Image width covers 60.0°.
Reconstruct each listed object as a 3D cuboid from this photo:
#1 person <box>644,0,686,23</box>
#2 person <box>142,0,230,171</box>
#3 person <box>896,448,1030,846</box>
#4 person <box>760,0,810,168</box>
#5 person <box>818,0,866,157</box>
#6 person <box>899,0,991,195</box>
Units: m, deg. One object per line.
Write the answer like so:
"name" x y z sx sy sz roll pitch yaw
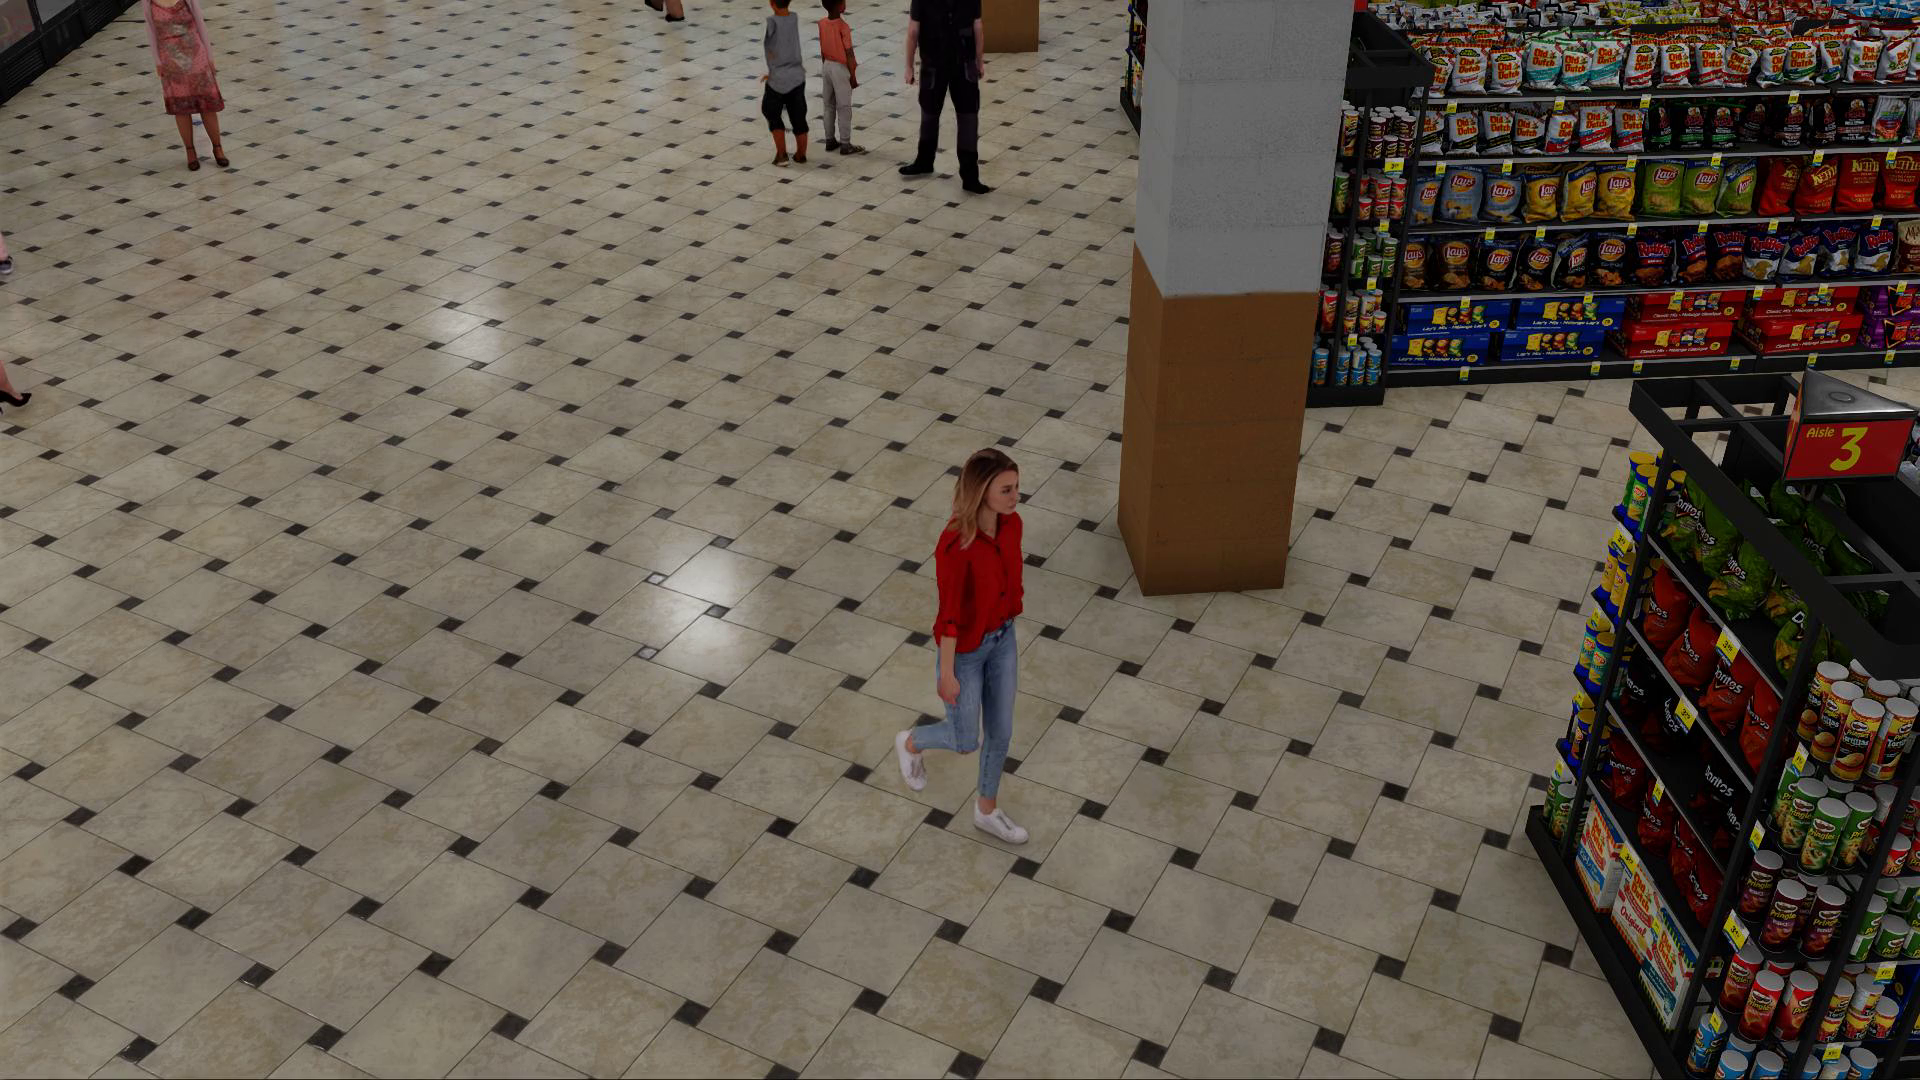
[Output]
"person" -2.960 -6.028 16.463 1.232 1.796 1.176 -22 38 -32
"person" -6.021 -3.731 12.871 0.611 1.693 0.721 -14 35 -22
"person" 0.002 0.393 6.242 0.965 1.693 0.914 26 40 35
"person" -1.354 -3.668 13.007 0.639 1.441 0.737 -21 37 -29
"person" -0.978 -3.724 13.220 0.559 1.311 0.620 24 39 33
"person" -0.129 -3.539 12.446 0.804 1.815 0.862 0 32 -1
